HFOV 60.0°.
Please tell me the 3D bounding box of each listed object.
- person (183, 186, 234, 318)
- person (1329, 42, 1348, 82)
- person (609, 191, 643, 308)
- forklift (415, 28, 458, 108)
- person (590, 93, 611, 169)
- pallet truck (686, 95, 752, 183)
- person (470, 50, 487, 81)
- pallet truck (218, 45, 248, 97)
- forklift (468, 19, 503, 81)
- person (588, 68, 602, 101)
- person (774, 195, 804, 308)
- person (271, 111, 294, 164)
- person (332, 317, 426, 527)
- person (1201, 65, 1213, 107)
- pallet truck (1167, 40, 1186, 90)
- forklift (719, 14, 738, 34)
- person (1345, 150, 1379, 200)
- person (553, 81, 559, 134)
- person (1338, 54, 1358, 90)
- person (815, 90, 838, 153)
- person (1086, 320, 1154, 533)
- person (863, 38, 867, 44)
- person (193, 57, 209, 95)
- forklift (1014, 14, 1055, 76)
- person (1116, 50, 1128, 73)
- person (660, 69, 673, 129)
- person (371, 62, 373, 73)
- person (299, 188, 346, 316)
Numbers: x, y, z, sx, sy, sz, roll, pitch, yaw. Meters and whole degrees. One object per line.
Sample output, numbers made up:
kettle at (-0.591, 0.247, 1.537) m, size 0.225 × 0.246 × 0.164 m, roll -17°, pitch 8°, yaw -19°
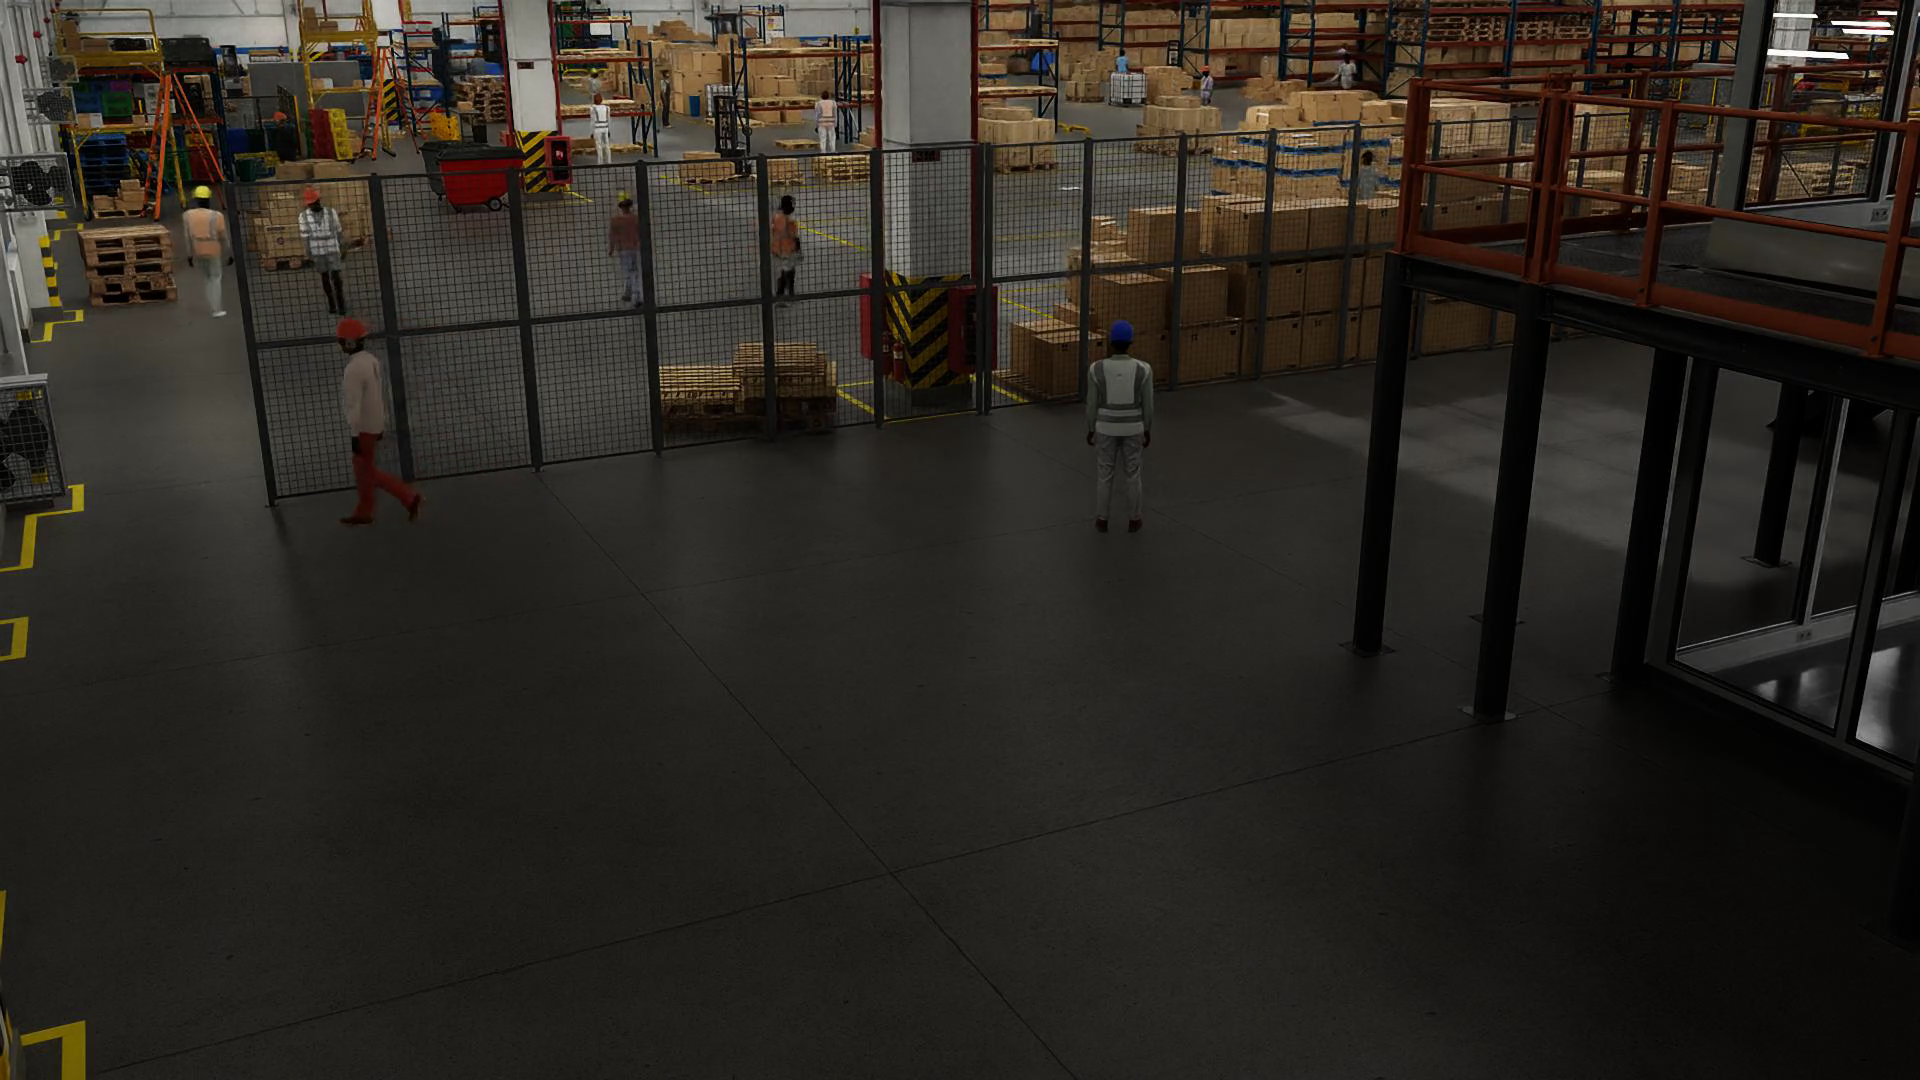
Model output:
person at (-10.996, -4.245, 24.446) m, size 0.608 × 1.902 × 0.661 m, roll 0°, pitch 19°, yaw 0°
person at (16.085, -20.036, 70.213) m, size 0.779 × 1.918 × 0.633 m, roll -5°, pitch 20°, yaw -14°
person at (-5.022, -4.400, 25.180) m, size 0.517 × 1.719 × 0.914 m, roll -14°, pitch 23°, yaw -35°
forklift at (-18.951, -17.120, 60.297) m, size 1.873 × 2.768 × 1.129 m, roll -3°, pitch 19°, yaw -9°
person at (-9.131, -10.376, 42.252) m, size 0.574 × 1.885 × 0.356 m, roll -18°, pitch 26°, yaw -42°
pallet truck at (-5.836, -9.608, 39.856) m, size 0.823 × 1.965 × 1.885 m, roll 10°, pitch 22°, yaw 27°
person at (-18.288, -17.662, 63.317) m, size 0.640 × 1.926 × 0.670 m, roll -17°, pitch 26°, yaw -41°
pallet truck at (-28.879, -18.665, 66.111) m, size 0.823 × 1.965 × 1.885 m, roll -3°, pitch 19°, yaw -9°
forklift at (-19.624, -20.344, 69.645) m, size 1.129 × 2.768 × 1.873 m, roll 13°, pitch 23°, yaw 33°
person at (-12.218, -14.912, 55.646) m, size 0.490 × 1.726 × 0.636 m, roll -17°, pitch 26°, yaw -41°
person at (-2.543, -4.368, 25.153) m, size 0.689 × 1.667 × 0.551 m, roll -13°, pitch 23°, yaw -33°
person at (-14.516, -8.196, 35.769) m, size 0.401 × 1.990 × 0.622 m, roll -2°, pitch 19°, yaw -5°
person at (-5.321, -1.041, 15.063) m, size 0.771 × 1.970 × 0.624 m, roll -1°, pitch 19°, yaw -2°
person at (7.849, -14.174, 53.180) m, size 0.379 × 1.938 × 0.547 m, roll -10°, pitch 21°, yaw -26°
pallet truck at (9.045, -19.971, 69.895) m, size 0.823 × 1.965 × 1.885 m, roll -3°, pitch 19°, yaw -8°
forklift at (-10.771, -23.174, 77.848) m, size 1.129 × 2.768 × 1.873 m, roll 15°, pitch 24°, yaw 37°
person at (7.216, -6.085, 29.916) m, size 0.539 × 1.824 × 0.972 m, roll -5°, pitch 20°, yaw -15°
person at (-12.578, -13.422, 51.032) m, size 0.398 × 1.925 × 0.640 m, roll 4°, pitch 19°, yaw 10°
person at (14.238, -16.883, 61.099) m, size 0.692 × 1.908 × 0.972 m, roll 0°, pitch 19°, yaw 0°
person at (-3.539, -10.940, 43.952) m, size 0.624 × 1.844 × 0.429 m, roll -7°, pitch 20°, yaw -19°
person at (1.439, -1.012, 15.018) m, size 0.602 × 1.945 × 0.395 m, roll 2°, pitch 19°, yaw 4°
person at (-4.185, -21.366, 74.086) m, size 0.595 × 1.897 × 0.606 m, roll 18°, pitch 26°, yaw 41°
person at (-30.310, -18.722, 66.453) m, size 0.570 × 1.867 × 0.989 m, roll 2°, pitch 19°, yaw 6°
forklift at (3.611, -23.259, 78.094) m, size 1.873 × 2.768 × 1.129 m, roll 6°, pitch 20°, yaw 17°
person at (6.688, -19.396, 68.698) m, size 0.543 × 1.677 × 0.640 m, roll -3°, pitch 19°, yaw -9°
person at (-9.353, -14.031, 52.928) m, size 0.337 × 1.840 × 0.509 m, roll 2°, pitch 19°, yaw 7°
person at (-23.281, -18.552, 66.359) m, size 0.701 × 1.615 × 0.527 m, roll 15°, pitch 24°, yaw 38°
person at (-9.339, -4.229, 24.406) m, size 0.562 × 1.894 × 0.650 m, roll -6°, pitch 20°, yaw -16°
